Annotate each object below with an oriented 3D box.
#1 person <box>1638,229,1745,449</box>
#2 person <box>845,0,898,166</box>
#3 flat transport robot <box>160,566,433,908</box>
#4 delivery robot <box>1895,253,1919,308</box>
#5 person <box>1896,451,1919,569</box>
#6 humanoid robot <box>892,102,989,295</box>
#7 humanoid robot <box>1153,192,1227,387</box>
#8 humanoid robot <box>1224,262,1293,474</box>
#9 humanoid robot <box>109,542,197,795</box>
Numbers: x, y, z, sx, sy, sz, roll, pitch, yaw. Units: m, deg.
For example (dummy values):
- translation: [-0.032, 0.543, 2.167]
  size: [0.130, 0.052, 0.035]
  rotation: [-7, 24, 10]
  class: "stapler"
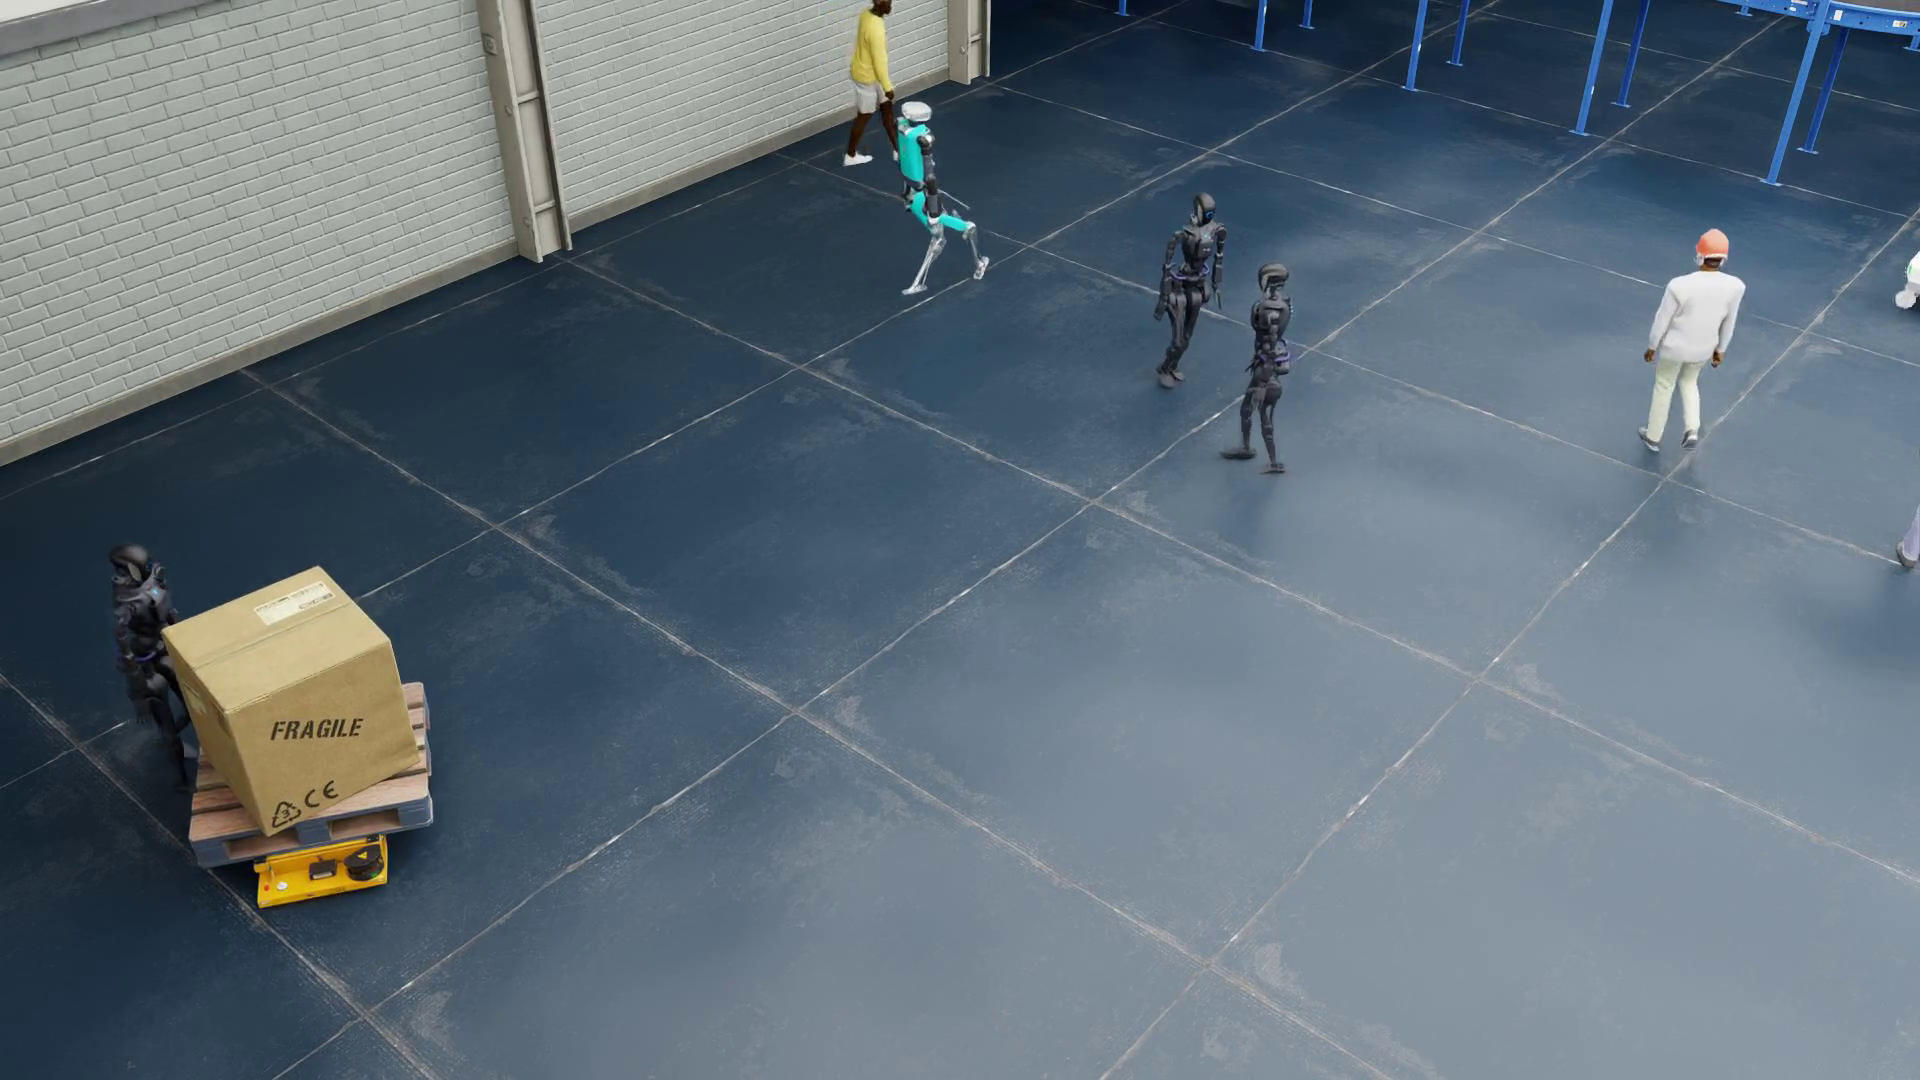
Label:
- translation: [5.304, -1.418, 12.112]
  size: [0.575, 1.738, 0.458]
  rotation: [-2, 36, -3]
  class: "person"
- translation: [-0.787, -4.578, 16.463]
  size: [0.837, 1.842, 0.612]
  rotation: [2, 35, 2]
  class: "person"
- translation: [-3.578, 1.441, 9.365]
  size: [0.659, 0.231, 1.431]
  rotation: [-9, 37, -13]
  class: "flat transport robot"
- translation: [8.483, -2.157, 14.187]
  size: [0.815, 0.614, 0.499]
  rotation: [28, 44, 33]
  class: "delivery robot"
- translation: [6.585, -0.579, 10.841]
  size: [0.562, 1.845, 0.391]
  rotation: [17, 39, 22]
  class: "person"
- translation: [-0.090, -2.979, 14.317]
  size: [0.965, 1.760, 0.547]
  rotation: [-21, 40, -26]
  class: "humanoid robot"
- translation: [1.761, -1.952, 12.921]
  size: [0.584, 1.641, 0.398]
  rotation: [-17, 39, -22]
  class: "humanoid robot"
- translation: [2.191, -1.221, 11.897]
  size: [0.388, 1.654, 0.589]
  rotation: [2, 35, 2]
  class: "humanoid robot"
- translation: [-4.480, 0.679, 9.227]
  size: [0.434, 1.652, 0.617]
  rotation: [2, 36, 3]
  class: "humanoid robot"
